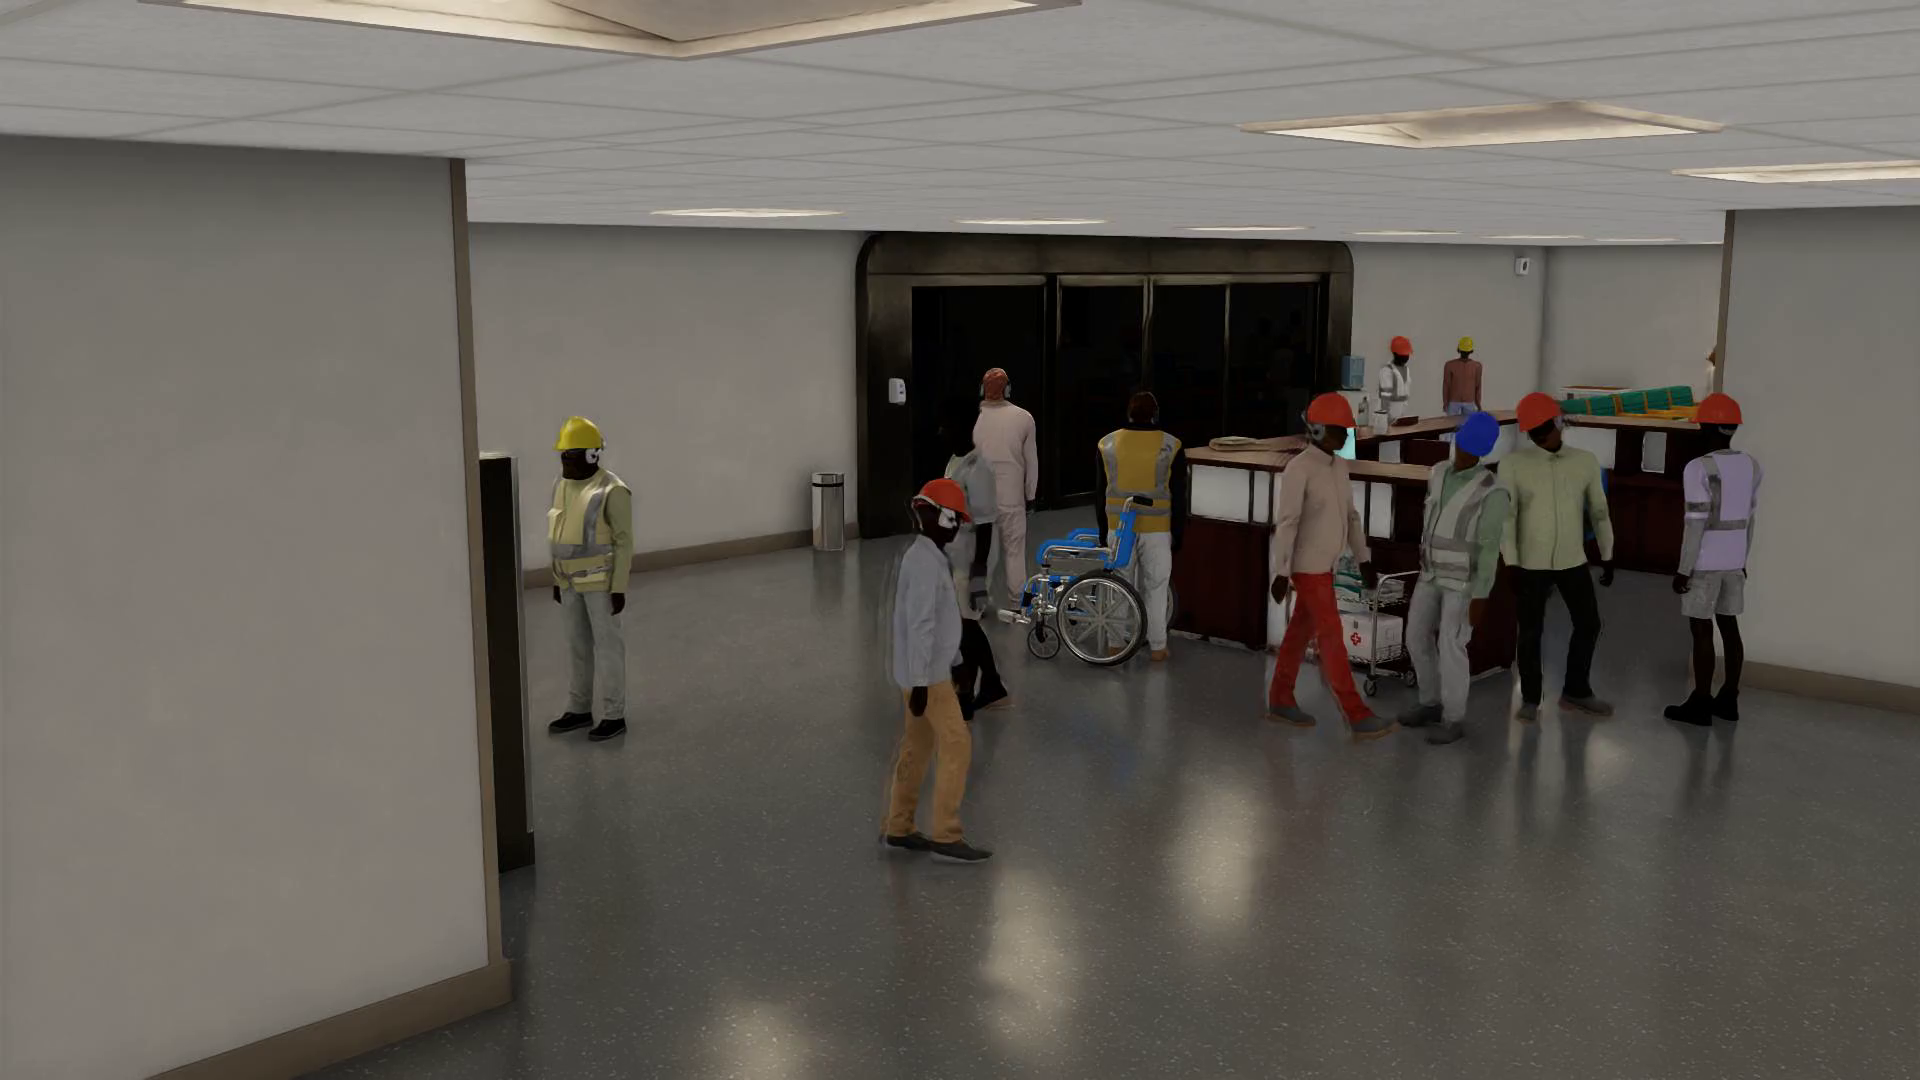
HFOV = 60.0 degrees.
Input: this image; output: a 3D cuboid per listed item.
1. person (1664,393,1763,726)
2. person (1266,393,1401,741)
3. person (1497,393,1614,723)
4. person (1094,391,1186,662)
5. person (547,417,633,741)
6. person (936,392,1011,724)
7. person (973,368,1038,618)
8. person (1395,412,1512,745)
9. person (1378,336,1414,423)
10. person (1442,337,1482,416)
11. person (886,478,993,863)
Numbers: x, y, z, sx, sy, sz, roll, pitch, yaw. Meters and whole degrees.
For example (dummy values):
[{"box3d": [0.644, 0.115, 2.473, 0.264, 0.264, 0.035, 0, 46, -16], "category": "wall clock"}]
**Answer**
[{"box3d": [4.382, 0.114, 9.721, 0.548, 1.937, 0.379, -4, 10, -24], "category": "person"}, {"box3d": [2.134, 0.152, 9.401, 0.911, 1.954, 0.626, 7, 11, 36], "category": "person"}, {"box3d": [3.498, 0.117, 9.746, 0.764, 1.957, 0.402, 0, 9, 0], "category": "person"}, {"box3d": [1.223, -0.086, 11.273, 0.626, 1.838, 0.430, 3, 10, 16], "category": "person"}, {"box3d": [-2.108, 0.218, 9.406, 0.592, 1.833, 0.404, 7, 11, 36], "category": "person"}, {"box3d": [0.047, 0.110, 9.715, 0.471, 1.967, 0.649, -2, 9, -12], "category": "person"}, {"box3d": [0.276, -0.351, 12.665, 0.636, 1.910, 0.405, 0, 9, 1], "category": "person"}, {"box3d": [2.742, 0.218, 9.241, 0.378, 1.885, 0.711, -4, 10, -22], "category": "person"}, {"box3d": [5.112, -1.460, 19.553, 0.550, 1.881, 0.758, -8, 12, -40], "category": "person"}, {"box3d": [6.722, -1.840, 22.264, 0.524, 1.760, 0.328, 0, 9, 1], "category": "person"}, {"box3d": [-0.073, 0.584, 7.555, 0.611, 1.706, 0.587, 0, 9, -3], "category": "person"}]
